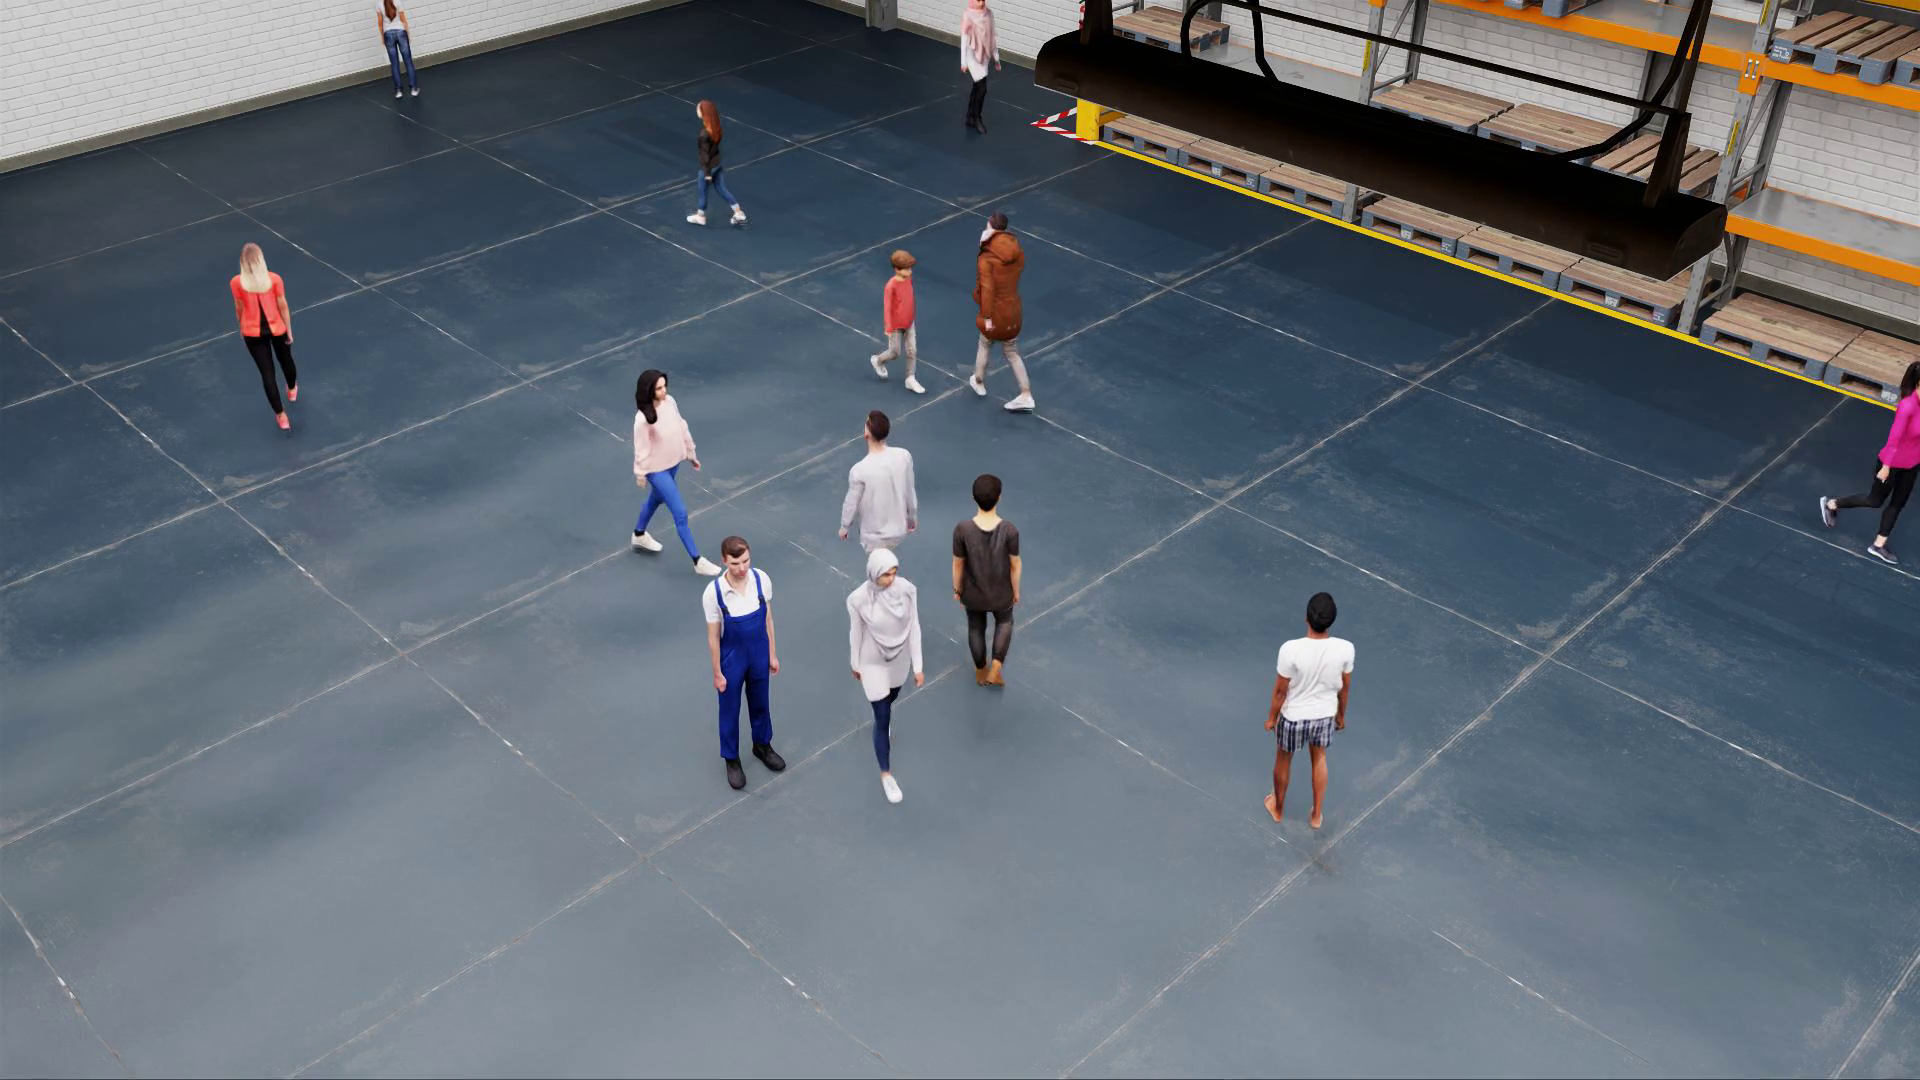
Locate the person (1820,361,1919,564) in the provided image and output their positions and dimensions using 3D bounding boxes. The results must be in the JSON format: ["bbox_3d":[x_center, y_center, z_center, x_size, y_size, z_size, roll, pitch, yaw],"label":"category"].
[{"bbox_3d":[7.270,-0.652,13.020,0.739,1.680,1.003,-18,38,-25],"label":"person"}]

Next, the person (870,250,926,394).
[{"bbox_3d":[-0.600,-2.039,15.363,0.823,1.397,0.558,27,42,35],"label":"person"}]

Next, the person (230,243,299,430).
[{"bbox_3d":[-6.139,-1.774,14.731,0.893,1.655,1.209,-13,36,-19],"label":"person"}]

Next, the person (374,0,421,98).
[{"bbox_3d":[-7.574,-6.763,22.321,0.624,1.563,0.657,-7,34,-11],"label":"person"}]

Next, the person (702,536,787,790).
[{"bbox_3d":[-1.405,0.746,10.764,0.676,1.850,0.643,-19,38,-26],"label":"person"}]

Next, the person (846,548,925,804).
[{"bbox_3d":[-0.496,0.751,10.863,0.920,1.733,1.214,-11,35,-16],"label":"person"}]

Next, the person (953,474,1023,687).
[{"bbox_3d":[0.188,0.350,11.489,0.805,1.708,0.866,3,34,5],"label":"person"}]

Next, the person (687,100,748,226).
[{"bbox_3d":[-2.710,-4.179,18.526,1.018,1.460,0.792,12,36,18],"label":"person"}]

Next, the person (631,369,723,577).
[{"bbox_3d":[-2.358,-0.554,12.840,1.232,1.718,0.919,14,36,20],"label":"person"}]

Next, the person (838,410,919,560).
[{"bbox_3d":[-0.501,-0.054,11.997,0.738,1.817,0.813,-29,43,-36],"label":"person"}]

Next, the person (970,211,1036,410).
[{"bbox_3d":[0.411,-1.990,14.938,1.040,1.786,0.785,27,42,34],"label":"person"}]

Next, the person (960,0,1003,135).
[{"bbox_3d":[0.165,-6.102,21.122,0.636,1.788,0.693,-28,43,-35],"label":"person"}]

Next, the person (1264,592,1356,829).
[{"bbox_3d":[2.165,1.084,10.352,0.758,1.744,0.804,-2,34,-4],"label":"person"}]
